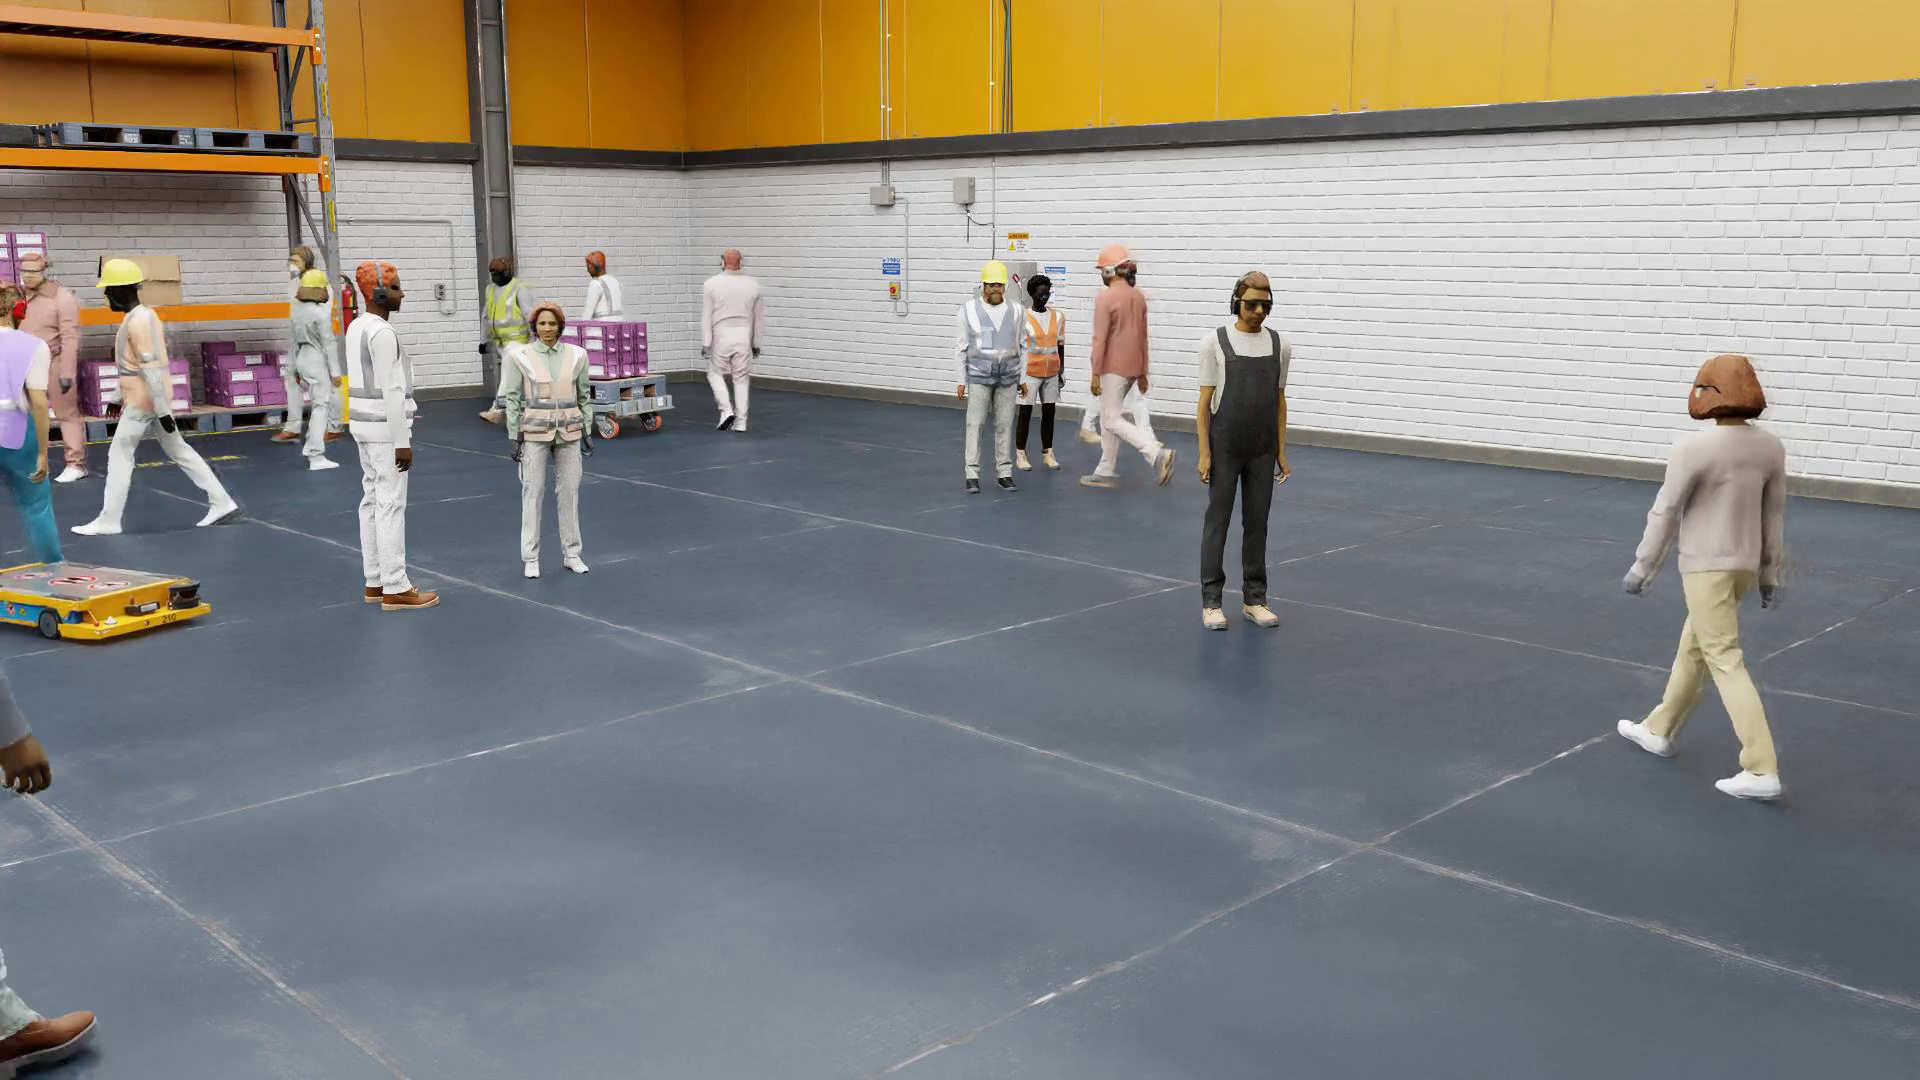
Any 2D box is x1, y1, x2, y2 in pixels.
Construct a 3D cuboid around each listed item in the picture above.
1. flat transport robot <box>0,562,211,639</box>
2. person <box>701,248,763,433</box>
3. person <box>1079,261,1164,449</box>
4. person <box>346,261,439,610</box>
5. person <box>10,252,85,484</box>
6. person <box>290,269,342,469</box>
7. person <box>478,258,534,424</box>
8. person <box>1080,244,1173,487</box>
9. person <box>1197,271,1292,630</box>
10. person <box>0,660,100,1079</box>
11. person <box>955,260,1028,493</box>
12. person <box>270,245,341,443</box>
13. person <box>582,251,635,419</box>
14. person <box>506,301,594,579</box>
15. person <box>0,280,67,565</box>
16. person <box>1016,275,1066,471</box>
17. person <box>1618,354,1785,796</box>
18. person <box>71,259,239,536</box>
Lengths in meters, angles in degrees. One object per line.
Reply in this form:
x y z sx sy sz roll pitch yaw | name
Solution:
-4.719 0.299 8.742 1.431 0.197 0.652 5 12 25 | flat transport robot
-2.351 -2.041 17.078 0.672 1.890 0.441 -5 12 -26 | person
1.528 -1.785 15.973 0.637 1.799 0.974 -9 14 -41 | person
-3.118 -0.561 9.036 0.355 1.883 0.575 -8 13 -37 | person
-7.452 -1.373 13.475 0.681 1.876 0.723 3 11 14 | person
-5.568 -1.473 14.427 0.502 1.726 0.402 7 13 34 | person
-4.908 -2.153 18.008 0.699 1.779 0.988 7 13 35 | person
1.321 -1.350 13.129 0.841 1.954 0.622 8 13 35 | person
1.466 -0.458 8.580 0.507 1.844 0.345 -3 11 -14 | person
-2.297 0.407 3.707 0.648 1.906 0.850 9 14 41 | person
0.259 -1.283 13.118 0.600 1.827 0.404 -3 11 -14 | person
-6.361 -1.861 16.024 0.655 1.914 0.803 7 13 34 | person
-4.014 -2.261 18.416 0.917 1.839 0.574 2 11 12 | person
-2.432 -0.596 9.895 0.522 1.636 0.310 -6 12 -30 | person
-5.151 -0.499 8.985 0.595 1.780 1.002 0 10 -2 | person
0.673 -1.439 14.354 0.530 1.689 0.322 -5 12 -26 | person
2.792 0.111 6.163 0.513 1.586 0.849 -5 11 -24 | person
-5.508 -0.973 11.335 1.023 1.875 0.576 -3 11 -18 | person
